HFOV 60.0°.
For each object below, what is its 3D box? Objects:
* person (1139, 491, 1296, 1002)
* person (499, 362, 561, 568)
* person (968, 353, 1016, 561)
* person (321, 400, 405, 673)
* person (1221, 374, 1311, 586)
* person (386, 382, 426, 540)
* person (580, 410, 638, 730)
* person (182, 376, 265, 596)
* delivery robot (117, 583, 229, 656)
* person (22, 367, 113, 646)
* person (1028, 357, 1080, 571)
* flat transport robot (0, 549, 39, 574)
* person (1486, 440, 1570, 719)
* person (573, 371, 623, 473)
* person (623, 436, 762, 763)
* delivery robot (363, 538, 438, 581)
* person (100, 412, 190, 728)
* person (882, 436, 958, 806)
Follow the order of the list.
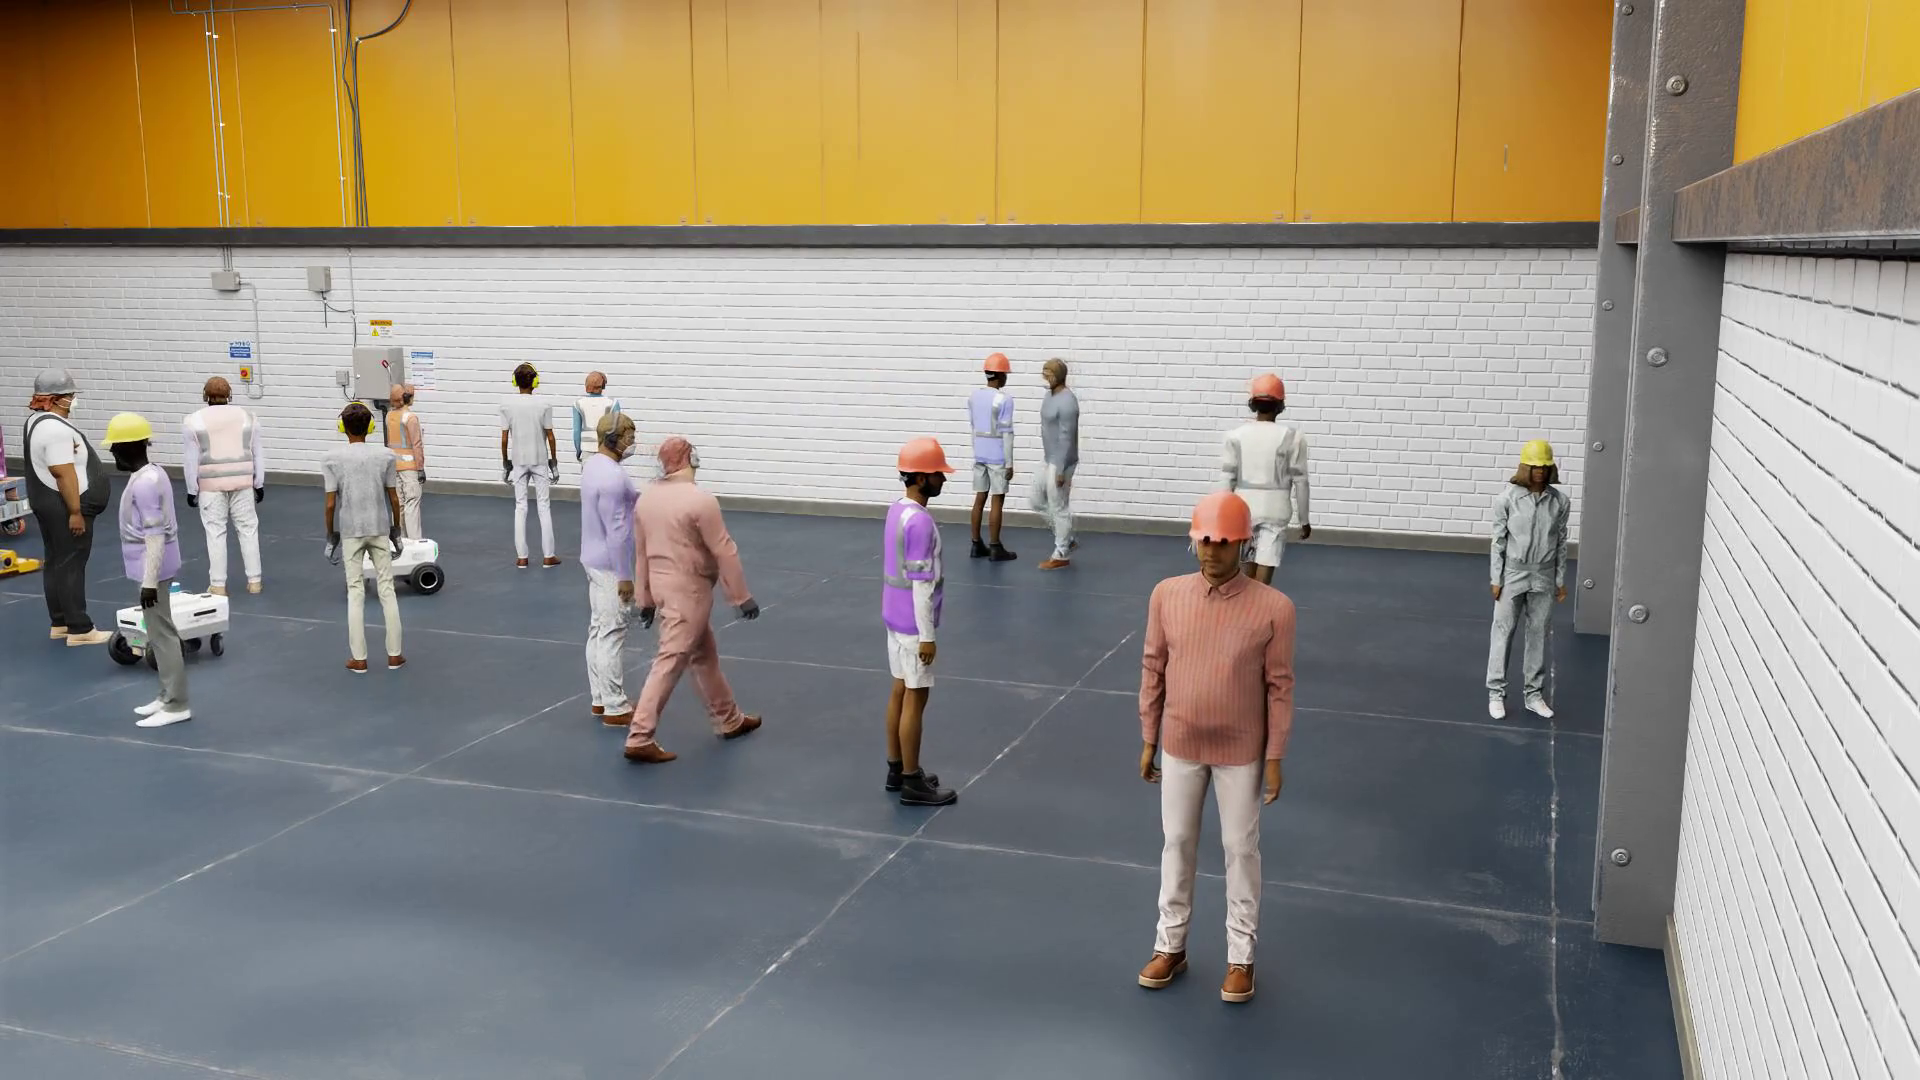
[{"bbox_3d":[0.984,0.794,6.475,0.608,1.997,0.375,4,11,24],"label":"person"},{"bbox_3d":[-3.901,-0.674,15.094,0.519,1.874,0.327,-1,10,-4],"label":"person"},{"bbox_3d":[0.323,-0.767,15.459,0.382,1.931,0.540,-9,14,-42],"label":"person"},{"bbox_3d":[-4.093,-0.022,11.420,0.520,1.874,0.332,-5,11,-24],"label":"person"},{"bbox_3d":[2.210,-0.184,11.937,0.609,2.000,1.017,6,12,30],"label":"person"},{"bbox_3d":[-5.214,-0.662,15.681,0.514,1.639,0.308,9,13,40],"label":"person"},{"bbox_3d":[-2.114,0.180,10.116,0.375,1.933,0.627,-4,11,-22],"label":"person"},{"bbox_3d":[-6.140,-0.446,13.893,0.634,1.841,0.429,-7,12,-36],"label":"person"},{"bbox_3d":[-5.512,0.544,11.678,0.477,0.478,0.707,6,12,30],"label":"delivery robot"},{"bbox_3d":[-6.555,-0.255,12.258,0.536,2.000,0.677,-10,14,-43],"label":"person"},{"bbox_3d":[0.845,-0.670,14.894,0.430,1.928,0.640,-2,10,-14],"label":"person"},{"bbox_3d":[-8.801,0.259,14.346,0.652,0.197,1.431,3,11,19],"label":"flat transport robot"},{"bbox_3d":[3.521,0.246,10.281,0.491,1.741,0.319,-1,10,-4],"label":"person"},{"bbox_3d":[-3.707,-0.911,17.073,0.514,1.642,0.310,0,10,1],"label":"person"},{"bbox_3d":[-1.580,0.325,9.578,1.011,1.840,0.659,-8,13,-39],"label":"person"},{"bbox_3d":[-4.768,0.139,13.959,0.707,0.478,0.477,-6,11,-29],"label":"delivery robot"},{"bbox_3d":[-4.957,0.180,10.131,0.387,1.922,0.593,-5,11,-24],"label":"person"},{"bbox_3d":[-0.215,0.420,8.746,0.379,1.938,0.547,-3,10,-16],"label":"person"}]
